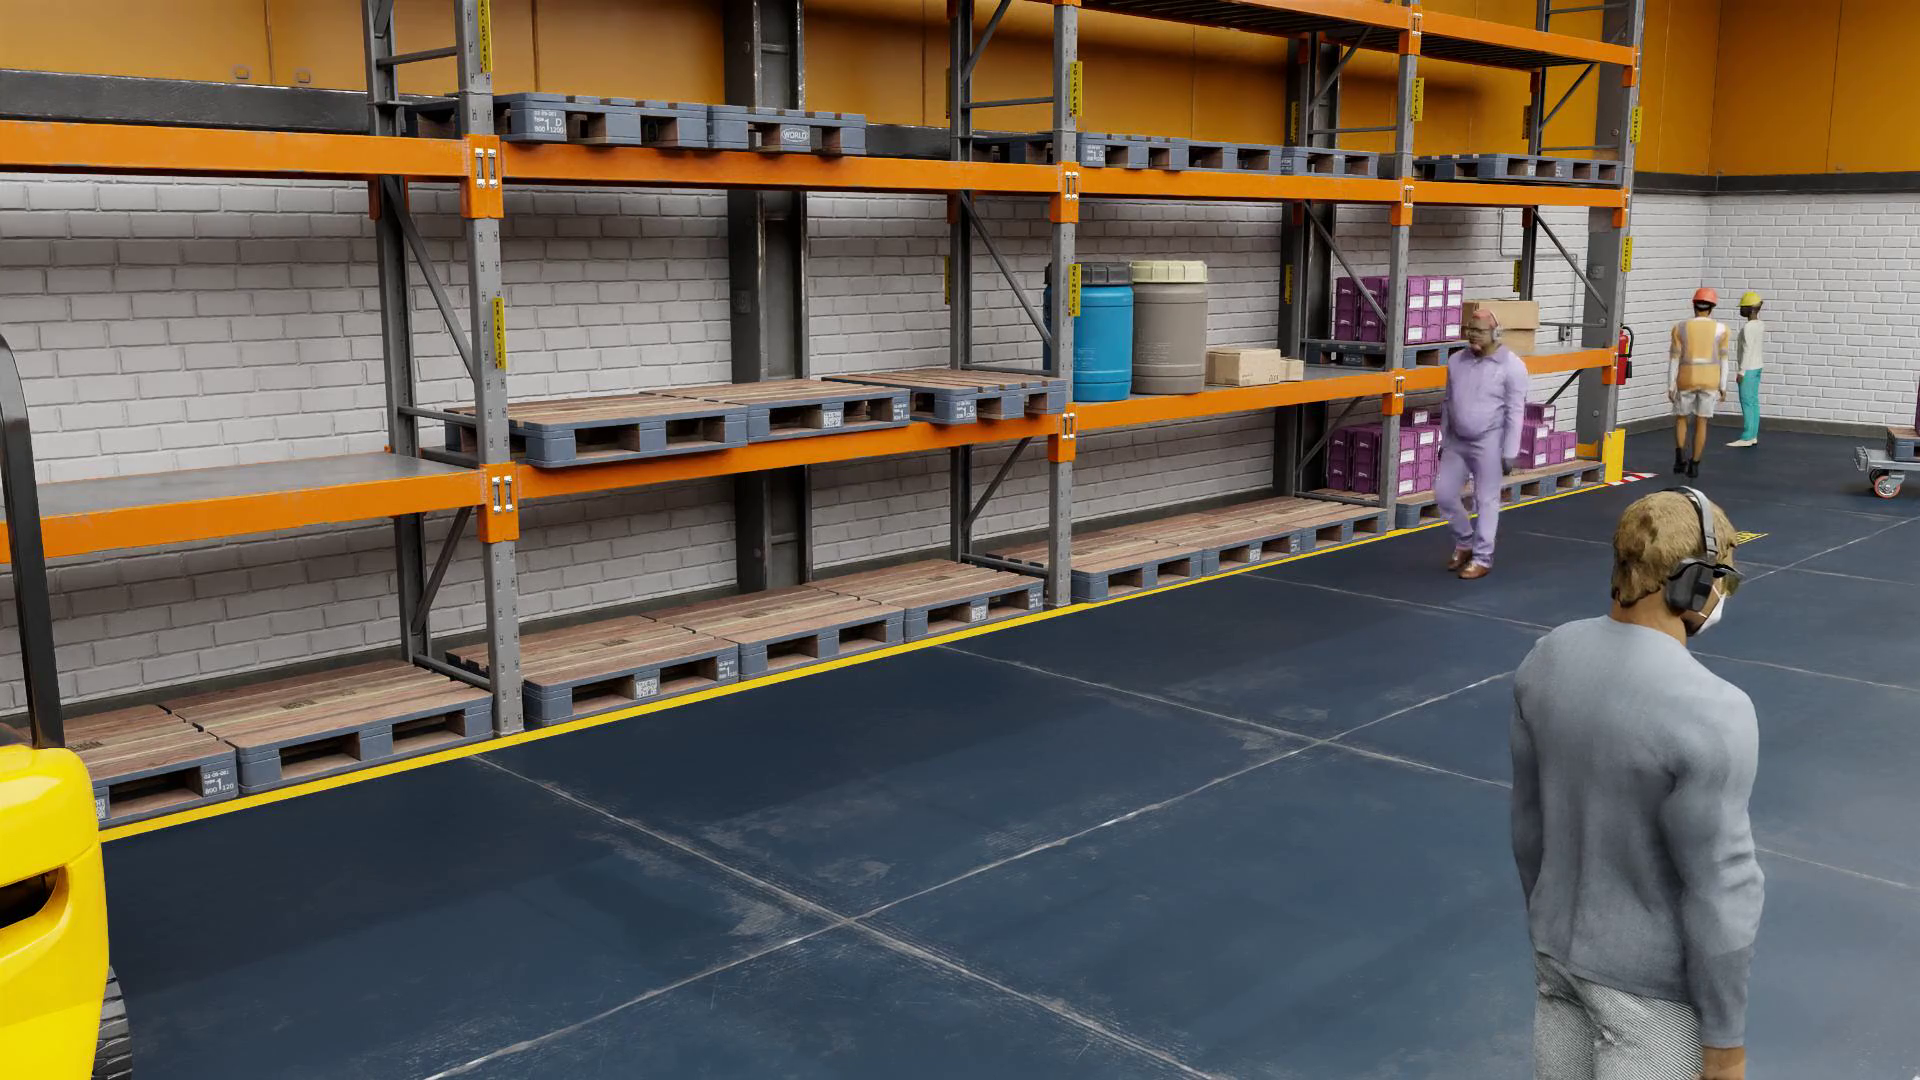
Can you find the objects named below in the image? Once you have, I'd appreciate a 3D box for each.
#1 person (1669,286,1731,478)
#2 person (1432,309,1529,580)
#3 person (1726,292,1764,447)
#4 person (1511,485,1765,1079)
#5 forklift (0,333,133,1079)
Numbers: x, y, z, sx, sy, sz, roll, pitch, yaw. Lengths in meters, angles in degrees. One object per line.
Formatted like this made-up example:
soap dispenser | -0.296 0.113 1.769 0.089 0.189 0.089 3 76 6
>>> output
person | 7.342 -1.567 16.557 0.546 1.907 0.402 4 11 23
person | 3.612 -0.663 11.643 0.432 1.894 0.669 -8 13 -38
person | 8.971 -1.939 18.975 0.330 1.765 0.533 9 14 39
person | 1.324 0.852 3.292 0.373 1.935 0.628 -3 11 -16
forklift | -3.289 0.485 4.582 1.214 2.155 2.313 -10 14 -44
